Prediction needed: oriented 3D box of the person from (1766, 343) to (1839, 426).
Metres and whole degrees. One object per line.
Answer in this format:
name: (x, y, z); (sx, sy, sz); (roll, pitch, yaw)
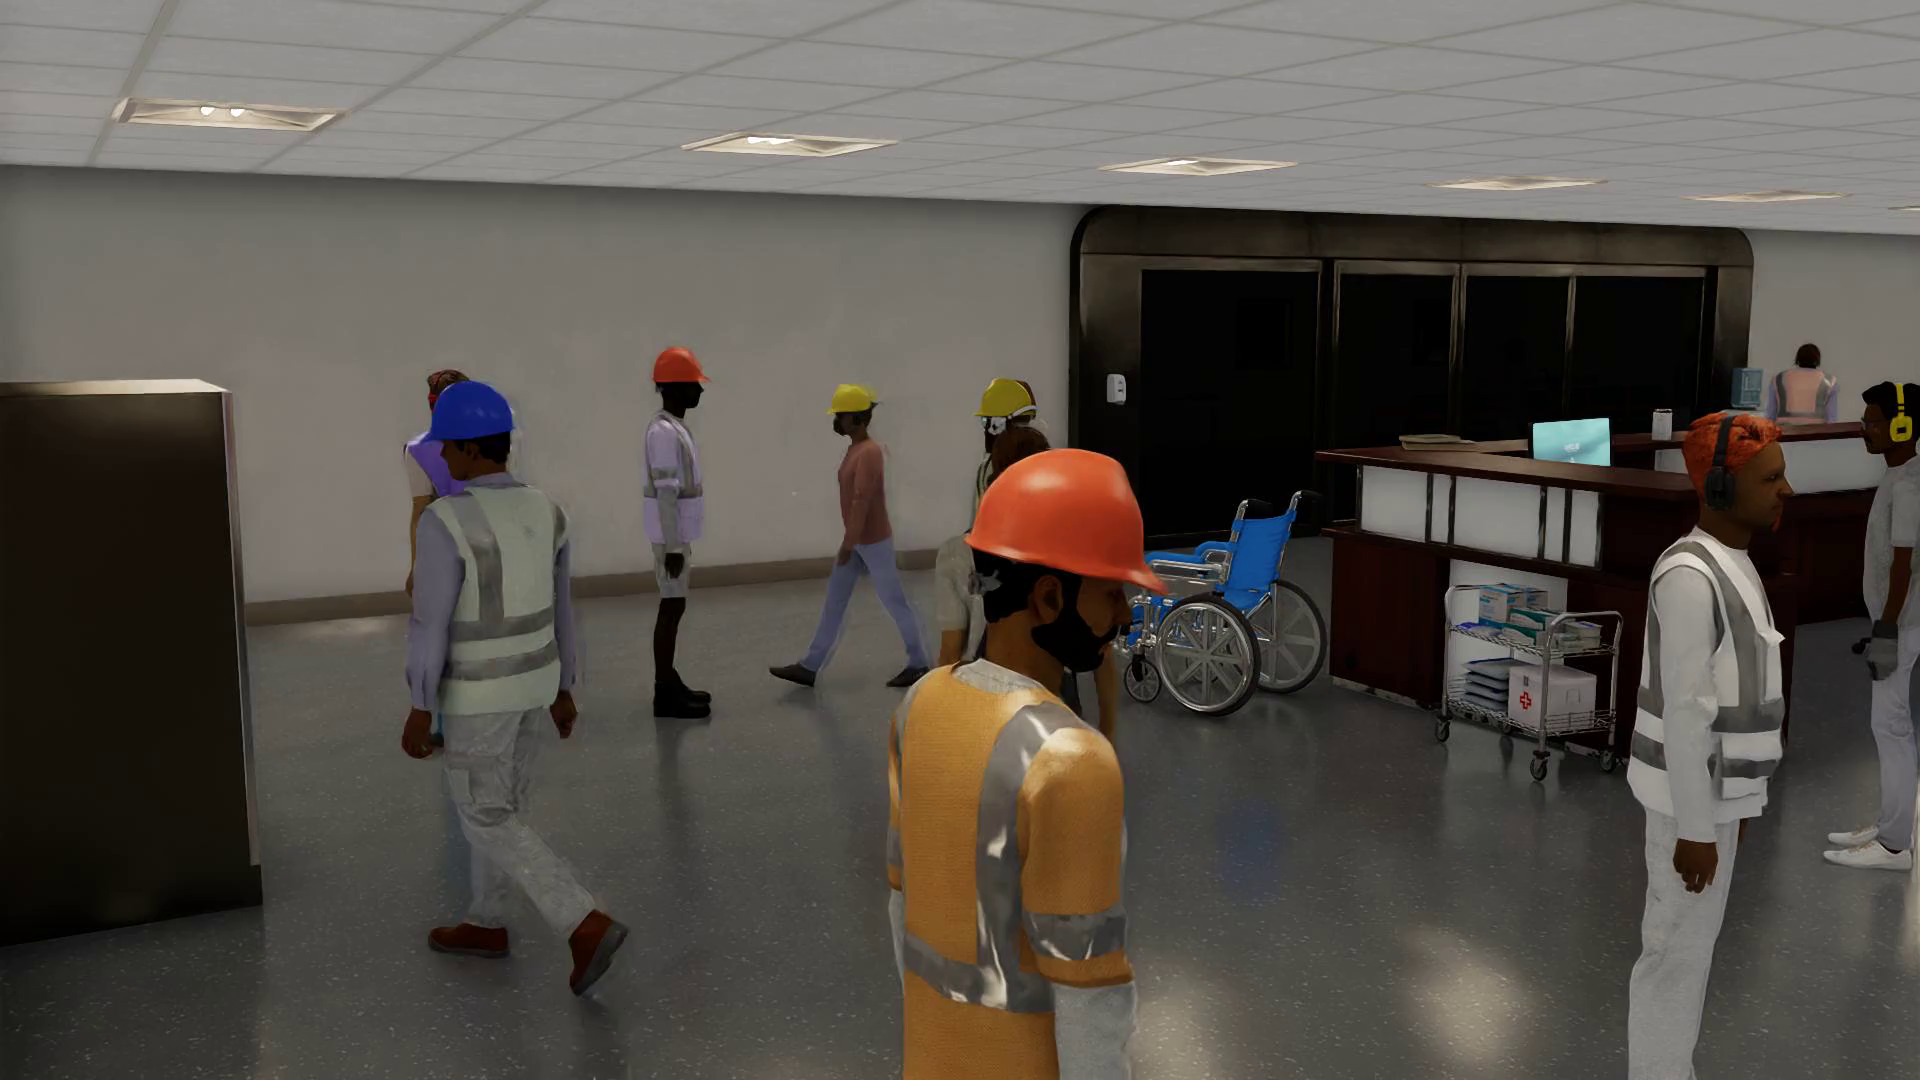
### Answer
person: (8.102, -0.990, 16.056); (0.631, 1.820, 0.763); (6, 10, 35)

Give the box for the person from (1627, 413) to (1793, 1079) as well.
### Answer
person: (1.825, 0.633, 4.062); (0.355, 1.883, 0.573); (5, 9, 31)

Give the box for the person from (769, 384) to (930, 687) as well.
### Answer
person: (-0.577, -0.004, 9.295); (0.917, 1.722, 0.541); (-3, 8, -19)

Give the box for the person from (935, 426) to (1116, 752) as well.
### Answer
person: (0.189, 0.573, 4.832); (0.530, 1.800, 1.020); (1, 8, 6)

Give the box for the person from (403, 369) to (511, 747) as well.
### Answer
person: (-2.421, 0.095, 8.098); (0.377, 1.842, 0.570); (6, 10, 39)

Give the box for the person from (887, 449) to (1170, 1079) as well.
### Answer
person: (0.109, 0.826, 2.503); (0.381, 1.927, 0.550); (-4, 9, -28)

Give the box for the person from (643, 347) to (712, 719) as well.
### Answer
person: (-1.470, -0.035, 8.742); (0.376, 1.933, 0.568); (-1, 8, -6)

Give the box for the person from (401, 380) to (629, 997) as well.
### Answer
person: (-1.391, 0.462, 5.189); (0.831, 1.922, 0.609); (3, 8, 22)

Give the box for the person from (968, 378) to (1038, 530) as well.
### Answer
person: (0.227, 0.180, 7.572); (0.404, 1.825, 0.599); (4, 9, 27)

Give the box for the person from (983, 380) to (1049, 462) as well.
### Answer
person: (0.411, -0.348, 12.113); (0.504, 1.627, 0.286); (-1, 8, -10)

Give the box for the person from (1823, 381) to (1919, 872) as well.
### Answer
person: (3.554, 0.329, 6.355); (0.326, 1.862, 0.507); (5, 9, 30)
